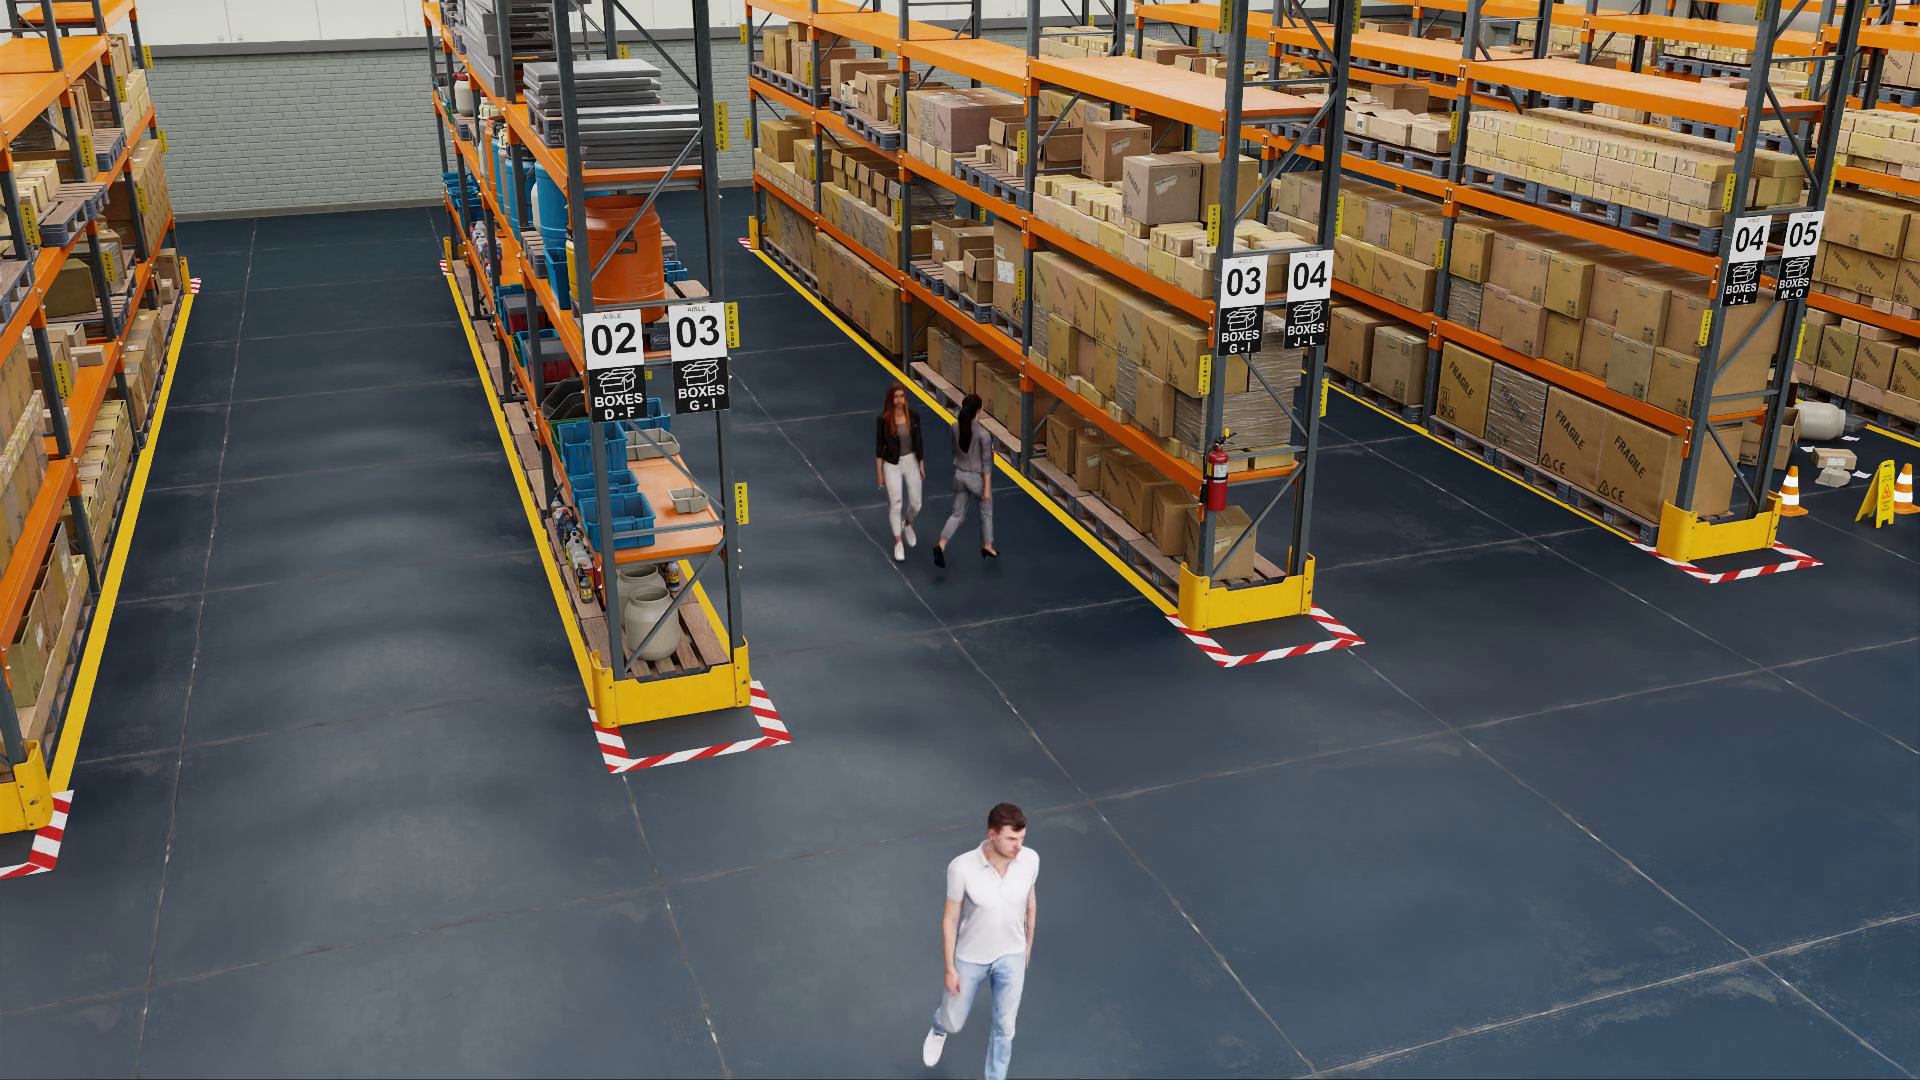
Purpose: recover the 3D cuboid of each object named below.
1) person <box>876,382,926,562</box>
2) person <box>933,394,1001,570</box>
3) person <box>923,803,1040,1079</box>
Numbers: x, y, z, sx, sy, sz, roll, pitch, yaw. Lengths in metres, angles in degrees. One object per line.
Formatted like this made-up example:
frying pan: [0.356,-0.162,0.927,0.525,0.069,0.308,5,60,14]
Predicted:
person: [-0.560,-0.679,15.469,0.668,1.694,0.730,-5,23,-12]
person: [0.044,-0.484,15.056,1.098,1.646,1.022,17,28,35]
person: [0.119,2.088,8.525,0.702,1.831,0.894,-6,23,-13]
